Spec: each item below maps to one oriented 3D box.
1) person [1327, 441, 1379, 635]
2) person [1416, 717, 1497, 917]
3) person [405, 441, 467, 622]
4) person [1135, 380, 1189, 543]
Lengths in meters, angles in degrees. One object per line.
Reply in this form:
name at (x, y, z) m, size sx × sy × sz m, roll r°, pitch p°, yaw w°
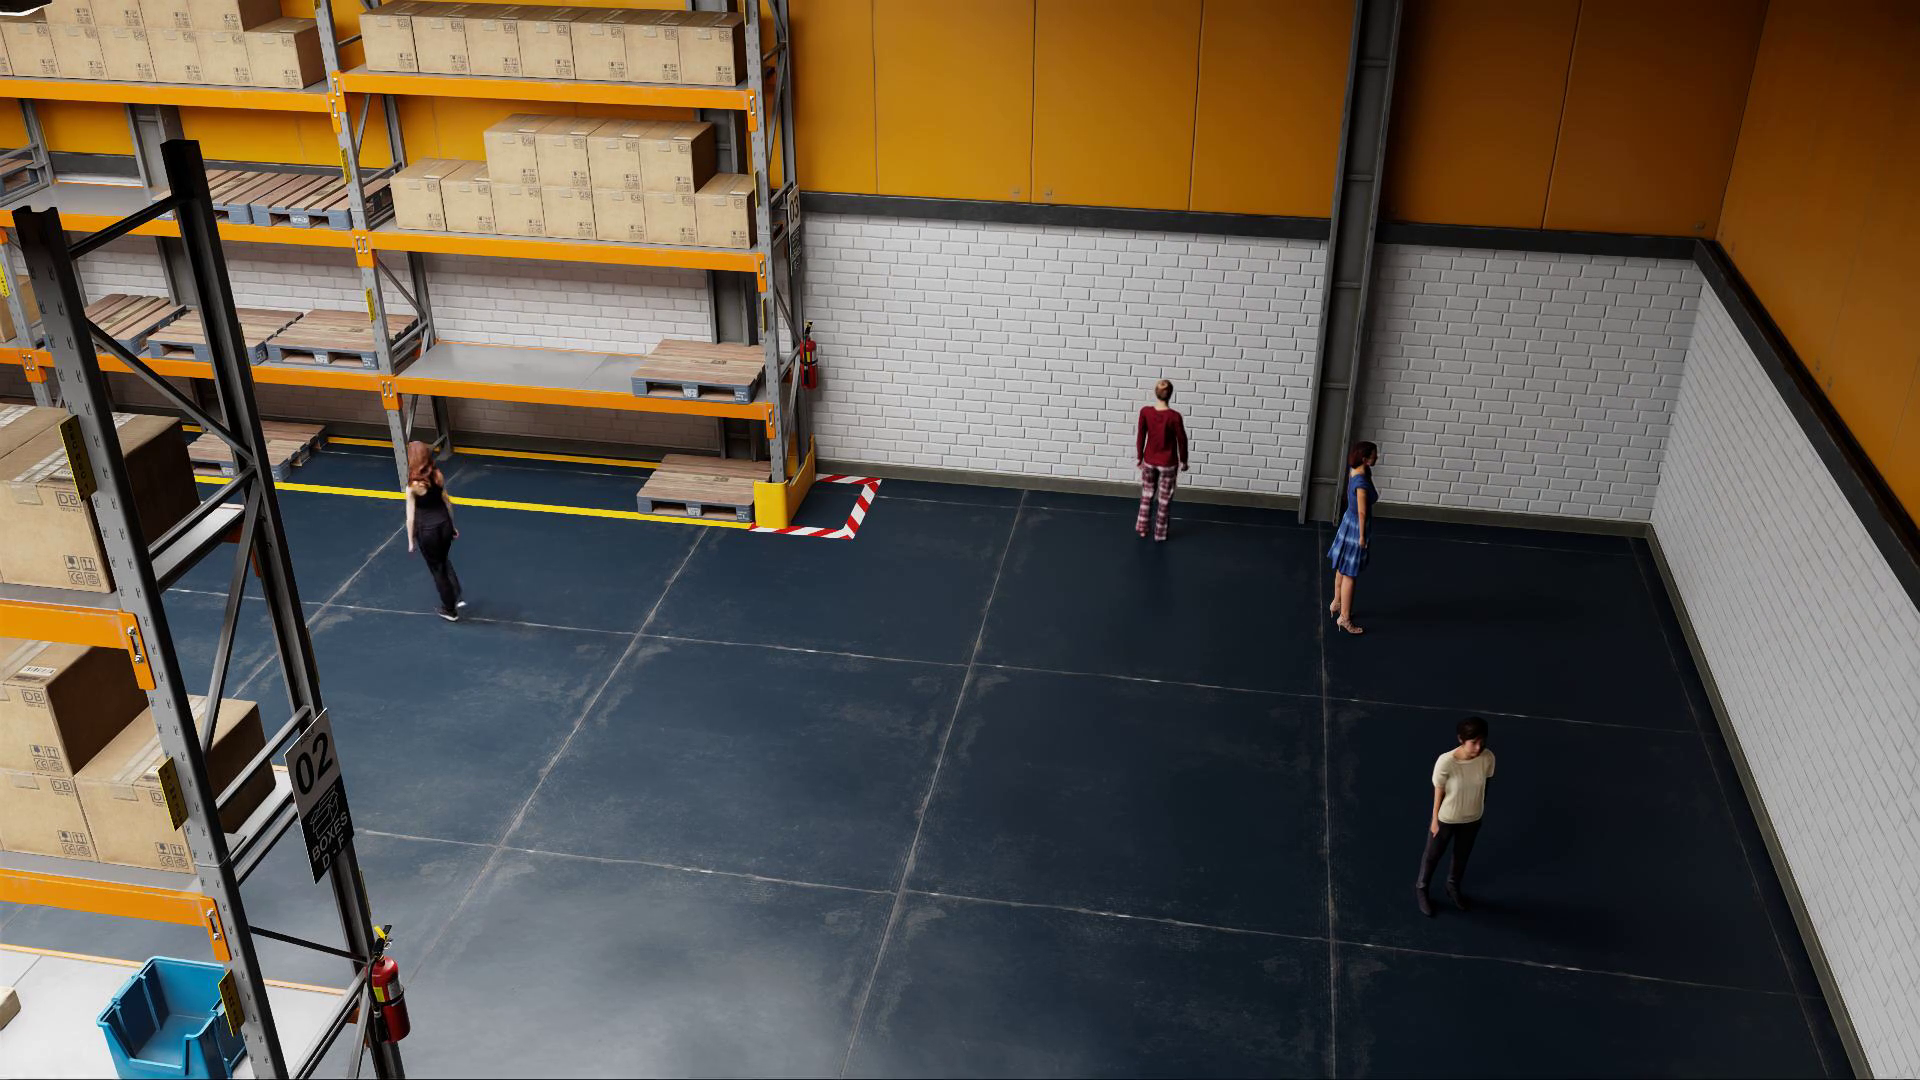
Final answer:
person at (3.456, -0.039, 14.519) m, size 0.629 × 1.806 × 0.707 m, roll -1°, pitch 29°, yaw -1°
person at (3.362, 1.860, 11.271) m, size 0.548 × 1.583 × 0.705 m, roll -6°, pitch 29°, yaw -10°
person at (-4.559, -0.048, 14.606) m, size 0.777 × 1.740 × 0.732 m, roll 19°, pitch 34°, yaw 31°
person at (1.920, -0.755, 15.945) m, size 0.584 × 1.697 × 0.756 m, roll 14°, pitch 31°, yaw 23°
